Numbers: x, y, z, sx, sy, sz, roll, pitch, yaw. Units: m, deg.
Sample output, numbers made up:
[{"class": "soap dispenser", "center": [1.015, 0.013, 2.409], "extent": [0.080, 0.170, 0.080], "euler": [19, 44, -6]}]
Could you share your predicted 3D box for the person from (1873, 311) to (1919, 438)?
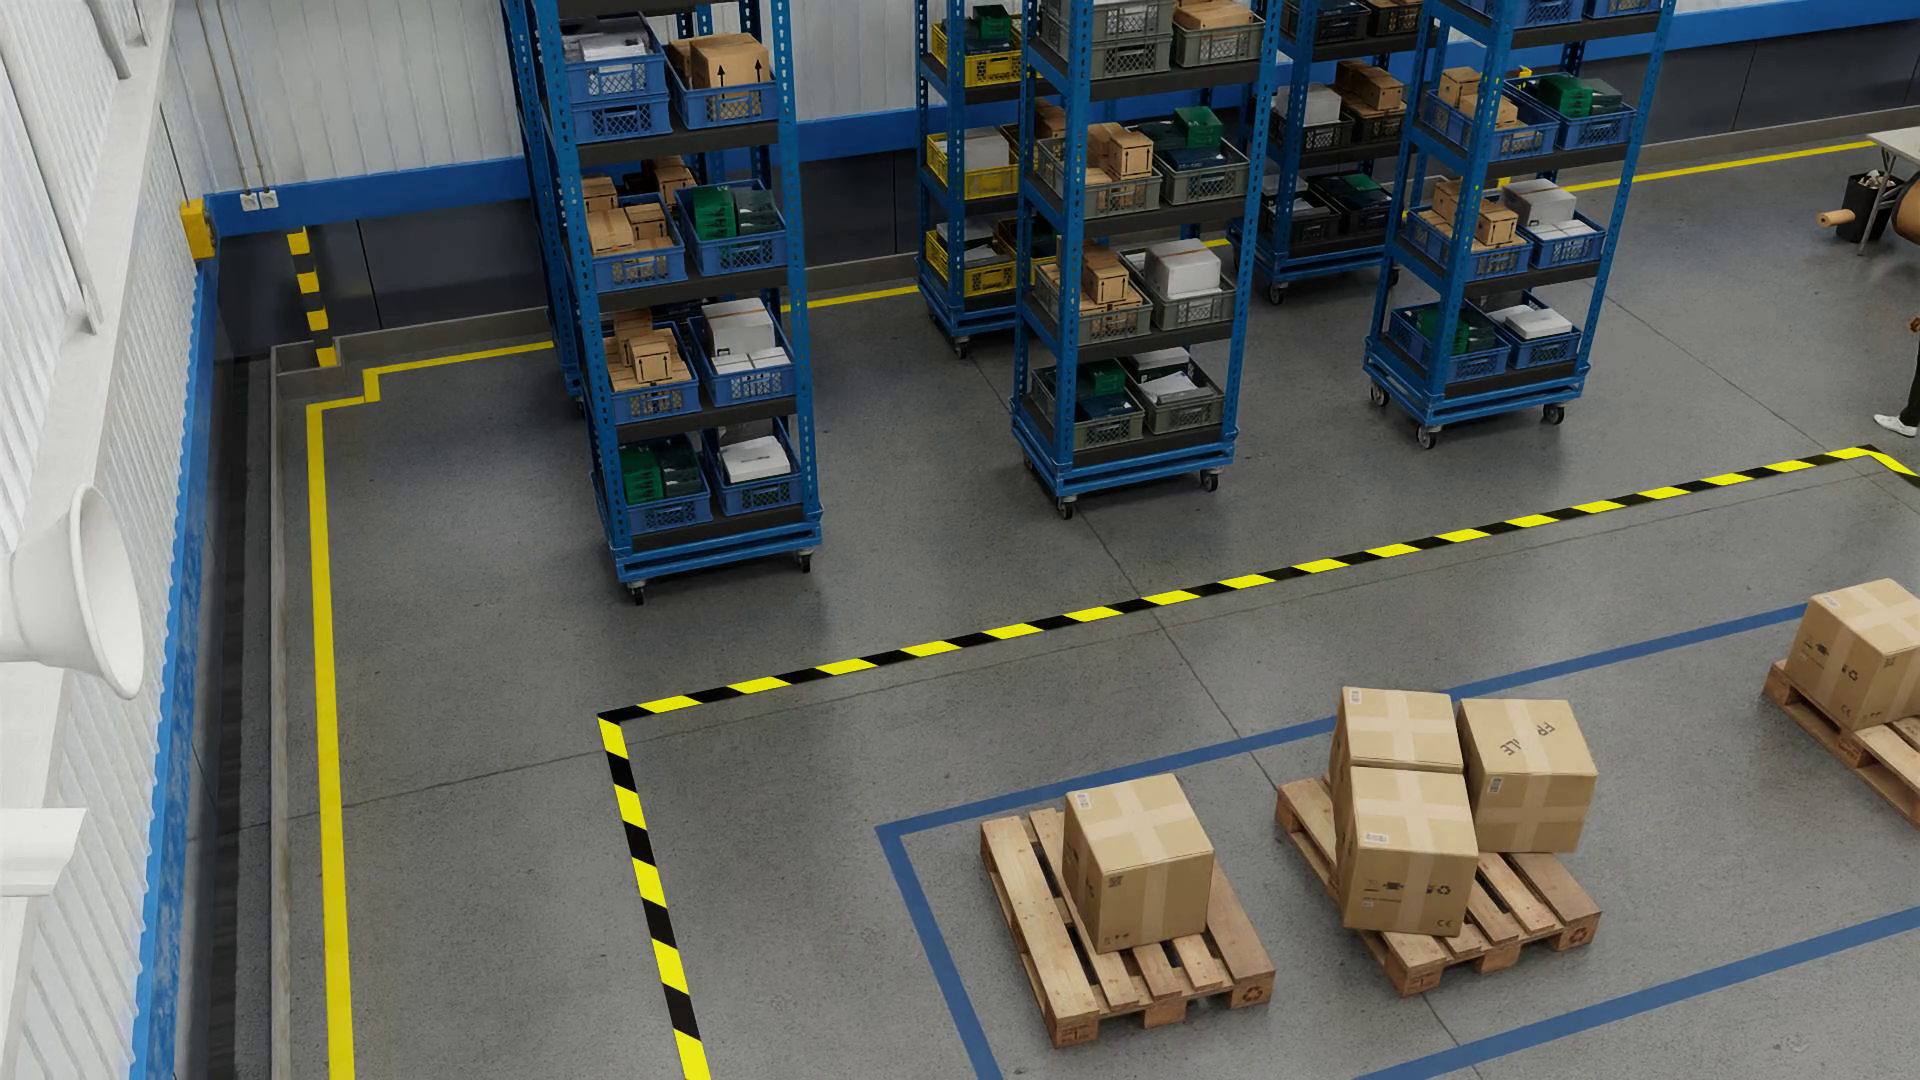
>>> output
[{"class": "person", "center": [6.487, -1.528, 10.848], "extent": [0.589, 1.852, 0.365], "euler": [-13, 37, -17]}]
